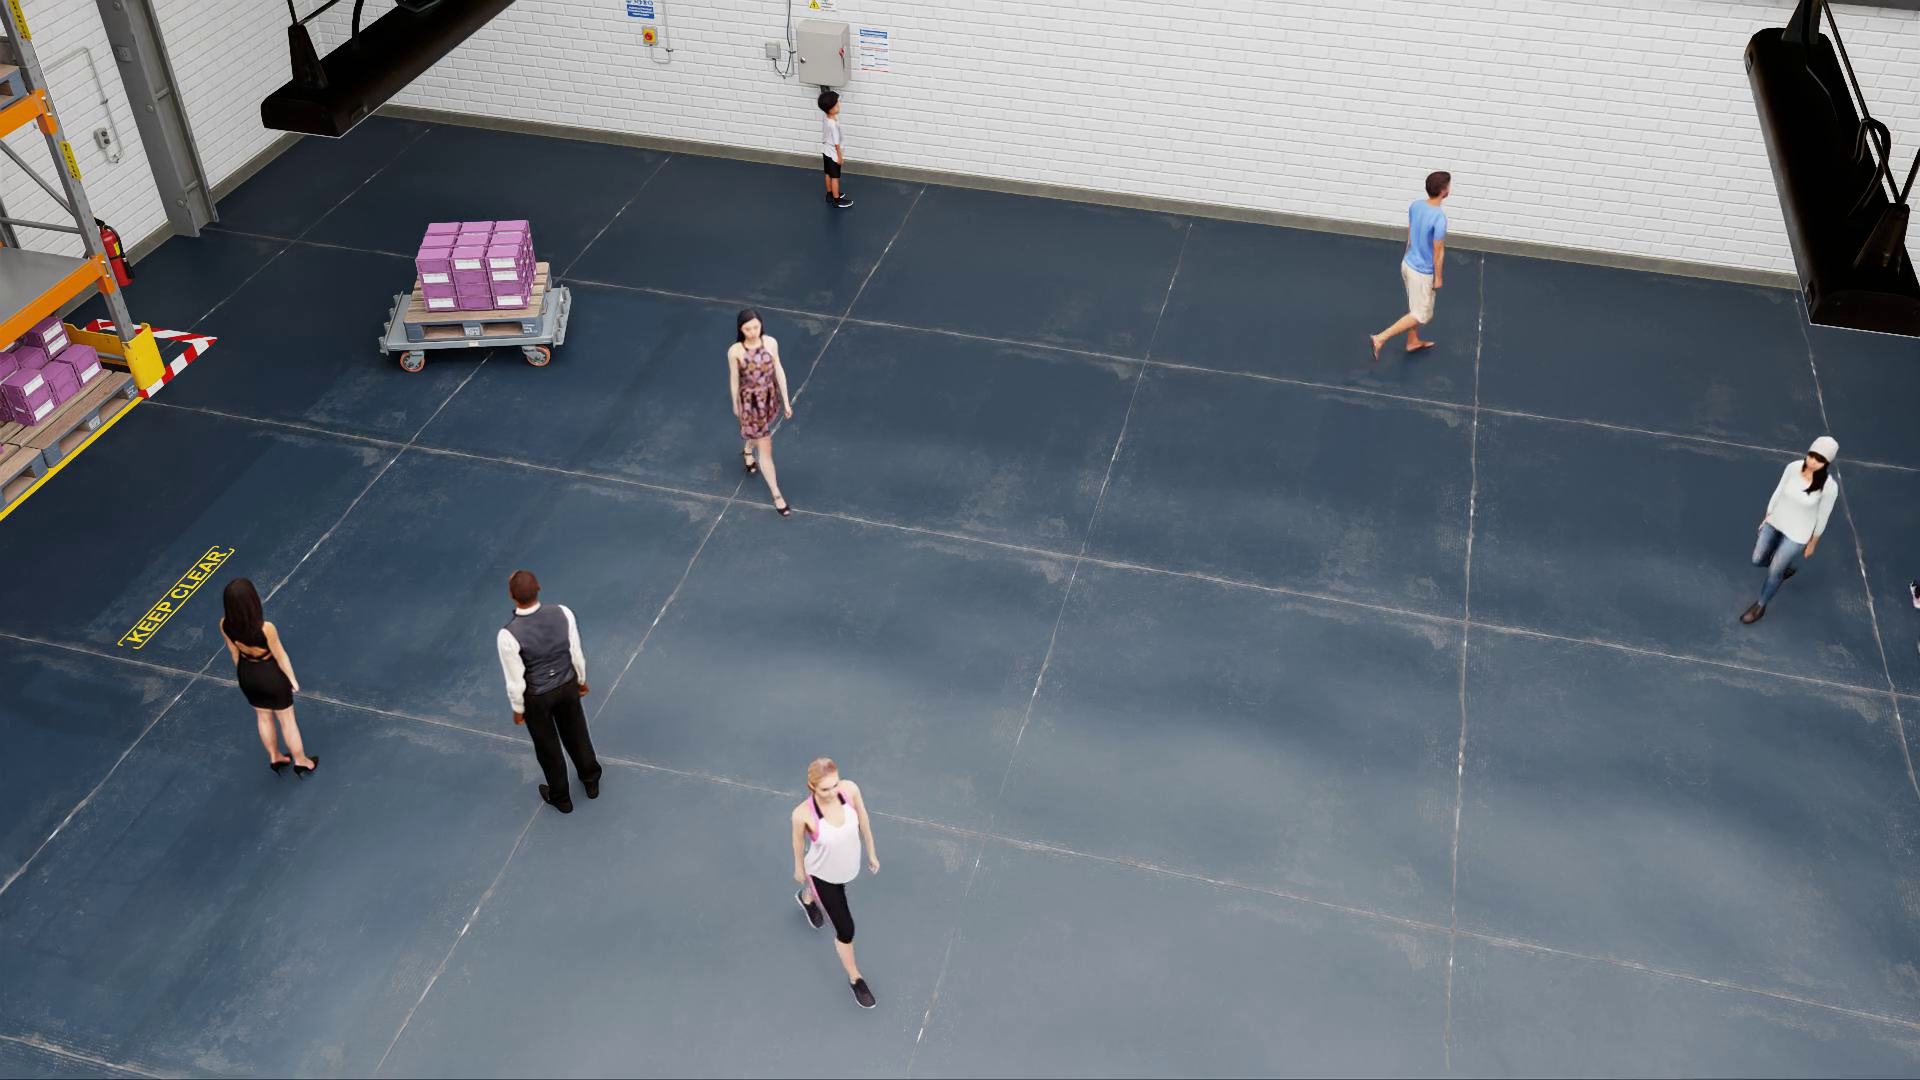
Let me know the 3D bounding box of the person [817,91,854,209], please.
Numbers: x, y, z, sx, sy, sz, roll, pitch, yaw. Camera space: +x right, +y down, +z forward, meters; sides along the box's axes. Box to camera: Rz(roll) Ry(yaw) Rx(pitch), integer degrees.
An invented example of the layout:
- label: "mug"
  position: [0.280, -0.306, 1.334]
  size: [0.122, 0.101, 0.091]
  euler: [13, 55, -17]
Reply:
- label: "person"
  position: [-1.350, -4.136, 17.573]
  size: [0.642, 1.262, 0.577]
  euler: [-17, 42, -20]

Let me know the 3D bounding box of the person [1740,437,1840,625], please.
- label: "person"
  position: [6.147, -0.108, 12.231]
  size: [0.903, 1.635, 0.830]
  euler: [-23, 44, -26]

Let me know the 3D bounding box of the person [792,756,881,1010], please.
- label: "person"
  position: [-0.777, 1.850, 9.691]
  size: [1.159, 1.745, 1.120]
  euler: [-26, 45, -29]

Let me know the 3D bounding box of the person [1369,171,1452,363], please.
- label: "person"
  position: [4.081, -2.415, 14.952]
  size: [1.027, 1.845, 1.071]
  euler: [-12, 40, -14]

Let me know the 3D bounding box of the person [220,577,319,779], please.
- label: "person"
  position: [-4.572, 0.929, 10.923]
  size: [0.570, 1.647, 0.525]
  euler: [4, 39, 5]

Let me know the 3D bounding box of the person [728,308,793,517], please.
- label: "person"
  position: [-1.649, -1.120, 13.433]
  size: [1.117, 1.717, 1.156]
  euler: [-21, 43, -24]

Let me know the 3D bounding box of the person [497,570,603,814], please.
- label: "person"
  position: [-2.638, 0.971, 10.654]
  size: [0.741, 1.917, 0.843]
  euler: [-27, 46, -29]
